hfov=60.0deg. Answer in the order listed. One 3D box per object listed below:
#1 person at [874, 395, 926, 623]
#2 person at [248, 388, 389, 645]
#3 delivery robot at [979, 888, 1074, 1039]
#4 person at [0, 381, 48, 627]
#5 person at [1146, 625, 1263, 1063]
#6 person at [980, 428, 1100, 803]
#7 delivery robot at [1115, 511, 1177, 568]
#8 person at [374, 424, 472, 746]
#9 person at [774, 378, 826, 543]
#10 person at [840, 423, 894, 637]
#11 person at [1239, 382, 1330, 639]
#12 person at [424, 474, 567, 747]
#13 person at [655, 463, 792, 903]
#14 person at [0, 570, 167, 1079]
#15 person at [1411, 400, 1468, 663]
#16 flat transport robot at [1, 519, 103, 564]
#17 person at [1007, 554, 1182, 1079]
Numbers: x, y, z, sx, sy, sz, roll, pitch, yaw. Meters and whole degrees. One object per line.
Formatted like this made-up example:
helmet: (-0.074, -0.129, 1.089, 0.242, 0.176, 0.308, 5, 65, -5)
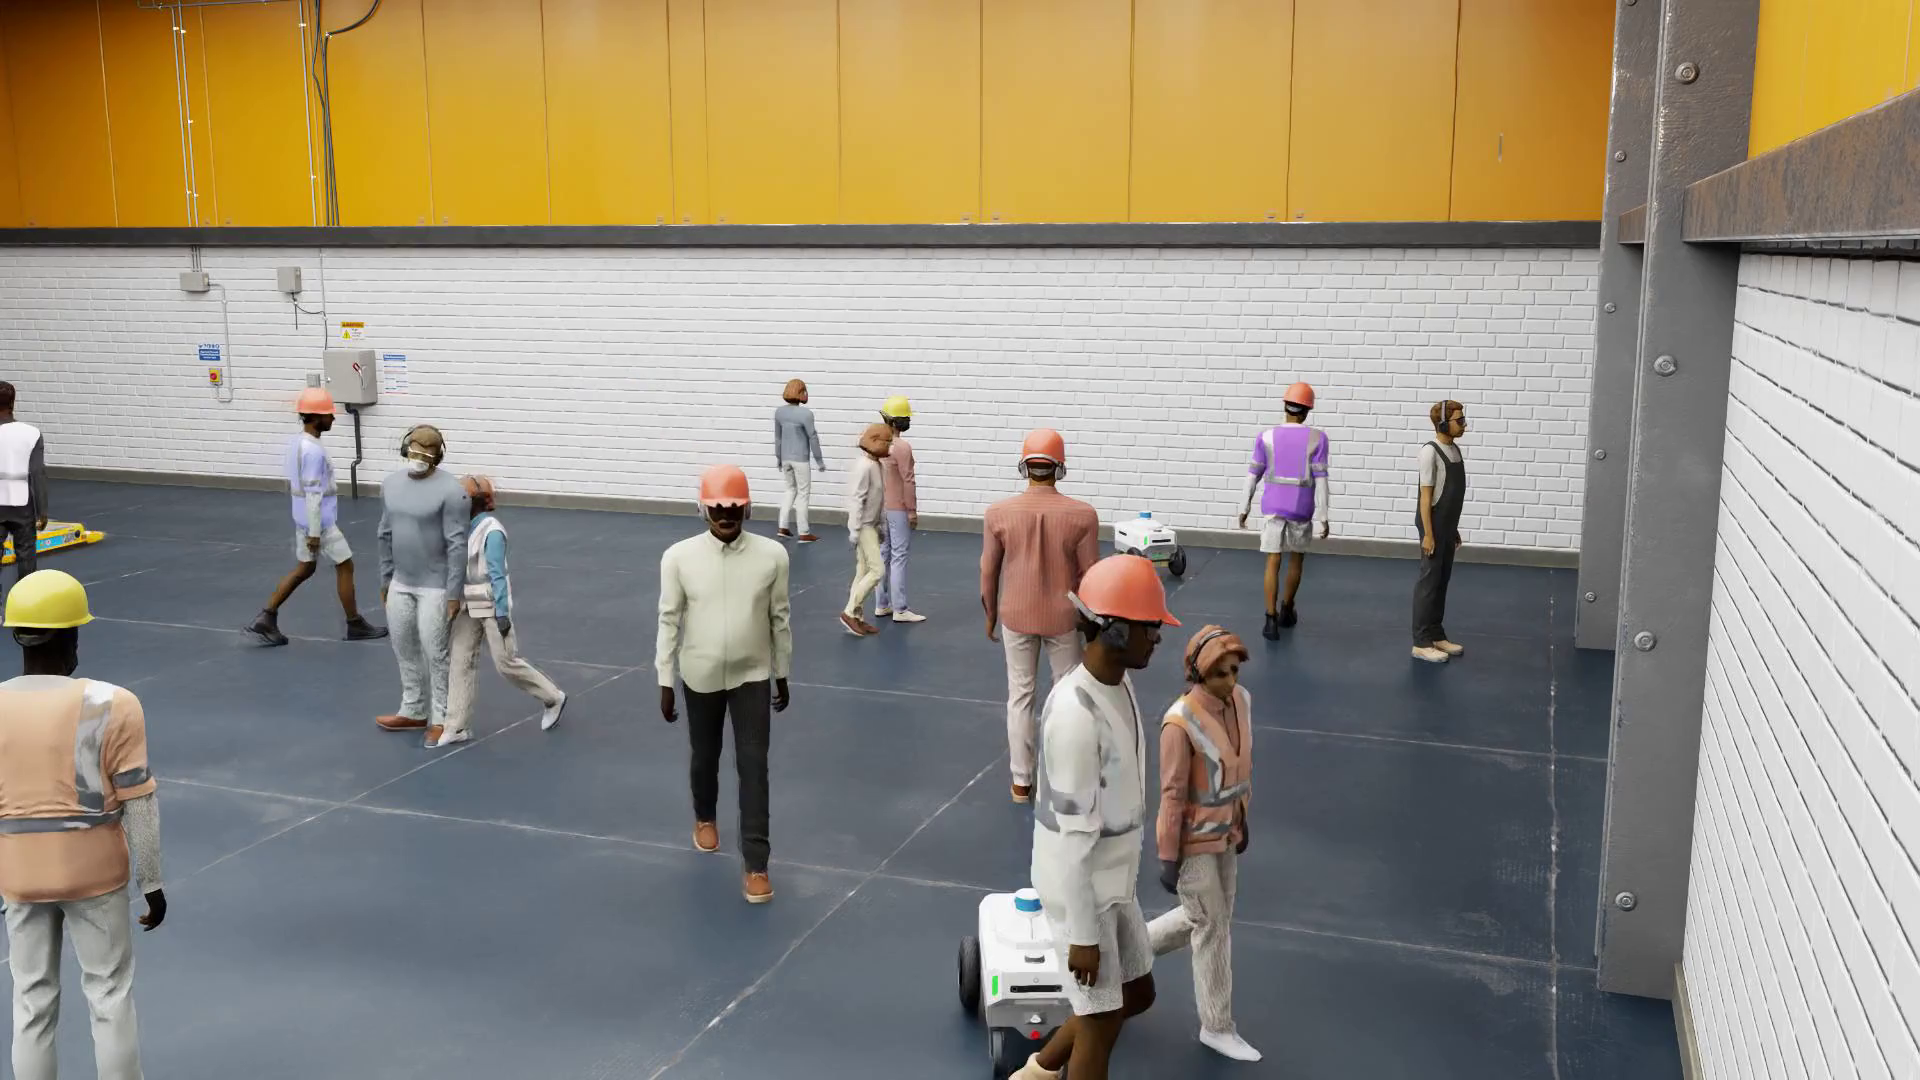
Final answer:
person: (-0.492, -0.241, 12.951, 0.313, 1.769, 0.525, -7, 12, -34)
person: (-4.742, -0.164, 12.142, 0.924, 1.904, 0.562, -6, 12, -32)
delivery robot: (0.253, 1.529, 6.128, 0.477, 0.478, 0.707, 0, 10, -2)
person: (-7.270, -0.260, 12.667, 0.603, 1.900, 0.729, -4, 11, -20)
person: (0.813, 1.067, 6.042, 0.618, 1.613, 0.528, 8, 13, 37)
person: (0.420, 0.405, 8.684, 0.634, 1.988, 0.430, 1, 10, 6)
delivery robot: (1.655, -0.020, 14.850, 0.477, 0.478, 0.707, -3, 10, -17)
person: (-3.158, 0.265, 9.746, 0.760, 1.912, 0.345, 5, 11, 26)
person: (-1.577, -0.773, 16.337, 0.522, 1.631, 0.351, 9, 13, 40)
person: (-0.689, -0.073, 12.429, 0.403, 1.605, 0.529, 2, 10, 12)
person: (2.450, -0.238, 12.552, 0.695, 1.890, 0.849, 3, 10, 16)
person: (-2.754, 0.403, 9.797, 0.800, 1.613, 0.530, -9, 13, -41)
person: (-1.093, 0.598, 7.716, 0.635, 1.953, 0.988, -2, 10, -12)
person: (-2.820, 1.046, 5.250, 0.594, 1.924, 0.382, -1, 10, -7)
person: (3.403, -0.070, 11.761, 0.341, 1.846, 0.511, 8, 13, 38)
flat transport robot: (-8.906, 0.012, 15.735, 0.652, 0.197, 1.431, 2, 10, 12)
person: (0.393, 1.039, 5.034, 0.507, 2.027, 0.633, 4, 11, 19)
